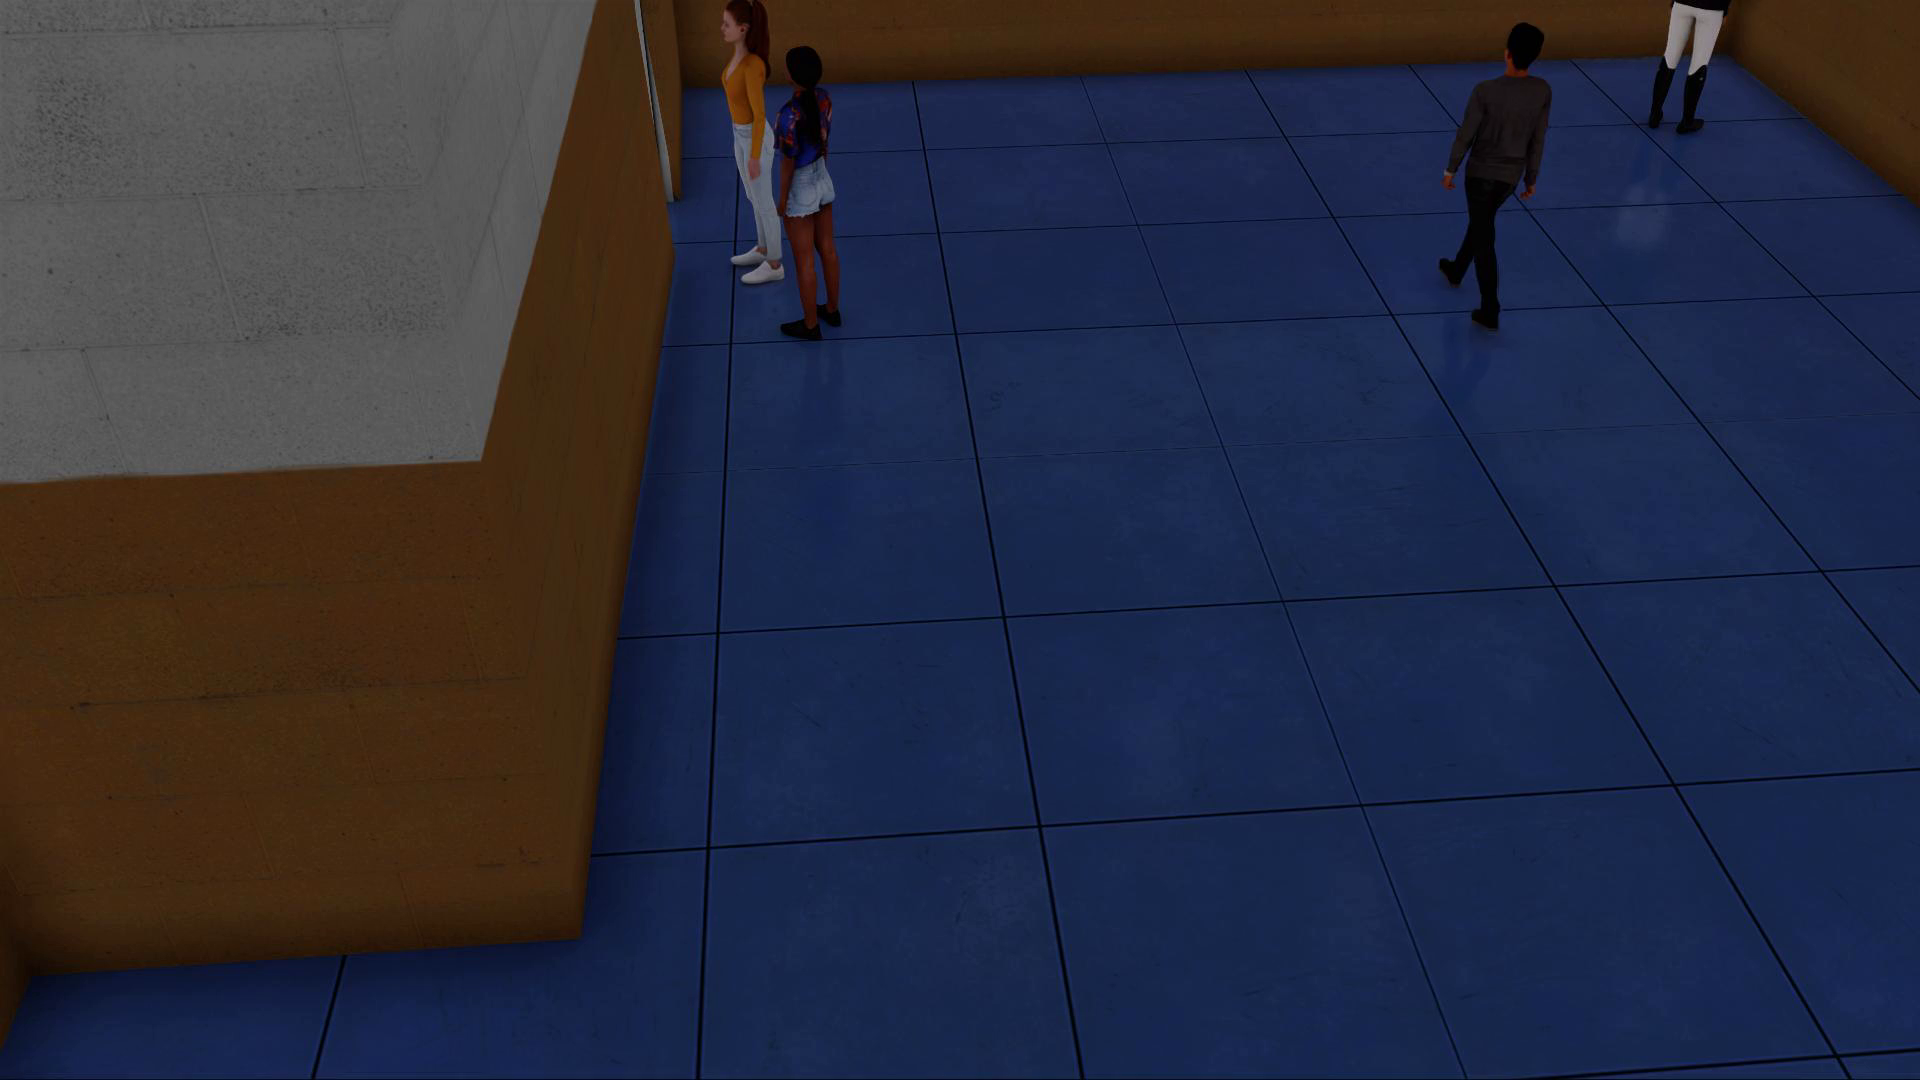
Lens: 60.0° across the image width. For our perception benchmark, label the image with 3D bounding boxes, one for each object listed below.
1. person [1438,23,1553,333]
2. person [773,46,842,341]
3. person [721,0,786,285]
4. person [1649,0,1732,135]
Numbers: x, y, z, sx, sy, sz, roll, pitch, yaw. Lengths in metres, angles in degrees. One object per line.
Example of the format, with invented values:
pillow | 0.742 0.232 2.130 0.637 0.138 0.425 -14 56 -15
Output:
person | 3.081 -2.031 9.546 1.063 1.725 0.781 -24 43 -29
person | -0.863 -1.967 9.446 0.706 1.742 0.667 22 42 26
person | -1.243 -2.386 9.998 0.603 1.749 0.642 -11 38 -15
person | 5.254 -3.768 11.843 0.671 1.729 0.725 29 45 32
